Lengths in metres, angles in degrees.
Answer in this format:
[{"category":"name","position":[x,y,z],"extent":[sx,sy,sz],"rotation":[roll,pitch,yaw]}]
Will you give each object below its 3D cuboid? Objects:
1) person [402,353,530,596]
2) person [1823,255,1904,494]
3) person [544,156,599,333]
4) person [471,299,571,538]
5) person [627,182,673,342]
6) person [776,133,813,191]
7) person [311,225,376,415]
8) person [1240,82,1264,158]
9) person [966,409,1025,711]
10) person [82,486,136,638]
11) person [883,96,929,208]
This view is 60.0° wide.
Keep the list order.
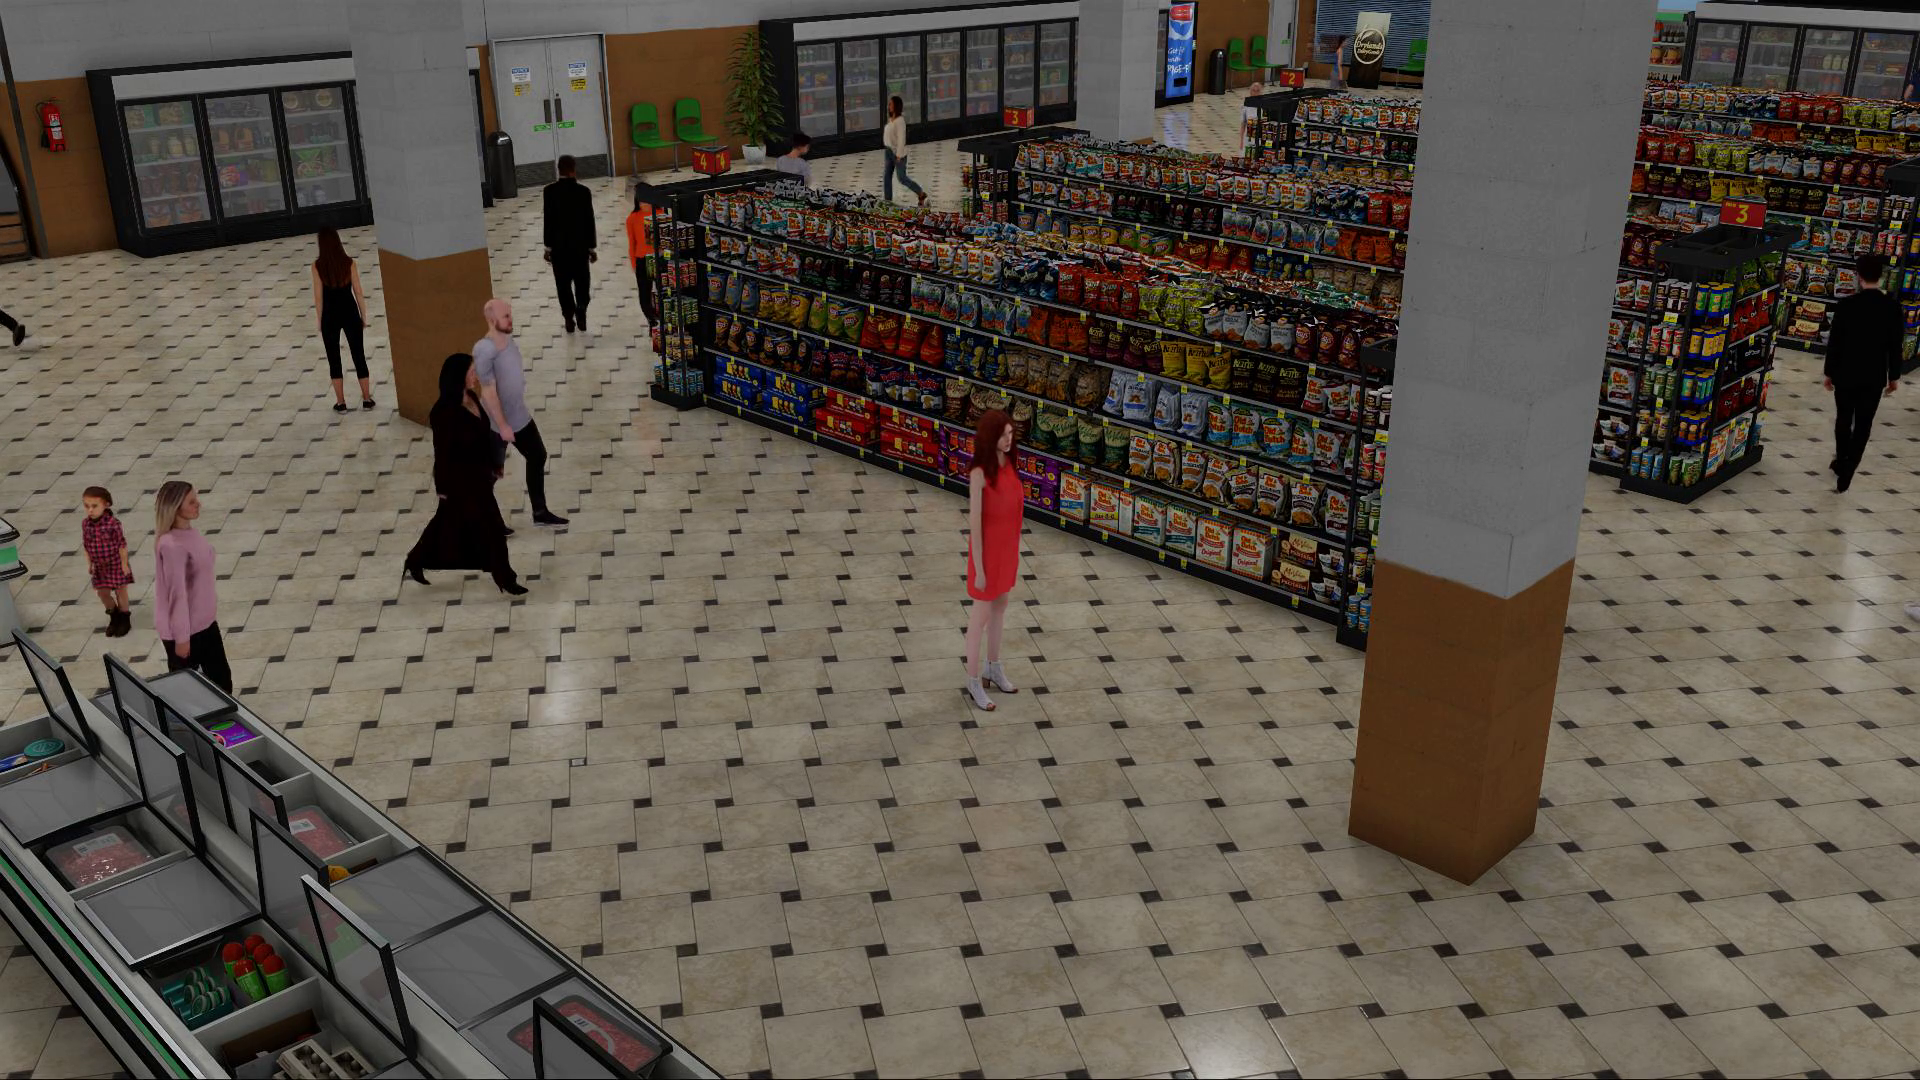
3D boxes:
[{"category":"person","position":[-3.450,-0.392,11.198],"extent":[1.162,1.712,1.120],"rotation":[-1,22,-3]},{"category":"person","position":[7.170,-1.292,13.258],"extent":[1.243,1.846,1.034],"rotation":[12,25,28]},{"category":"person","position":[-4.157,-3.114,17.738],"extent":[1.031,1.886,1.135],"rotation":[-5,22,-12]},{"category":"person","position":[-3.469,-0.886,12.295],"extent":[1.053,1.811,0.968],"rotation":[5,22,12]},{"category":"person","position":[-3.191,-2.866,17.324],"extent":[0.810,1.735,0.861],"rotation":[-3,22,-8]},{"category":"person","position":[-2.055,-3.919,19.852],"extent":[0.758,1.804,0.975],"rotation":[4,22,9]},{"category":"person","position":[-5.678,-2.020,15.231],"extent":[0.643,1.726,0.623],"rotation":[-9,24,-22]},{"category":"person","position":[4.429,-6.057,25.246],"extent":[0.645,1.749,0.690],"rotation":[-2,22,-5]},{"category":"person","position":[0.194,0.103,9.813],"extent":[0.577,1.827,0.649],"rotation":[14,26,30]},{"category":"person","position":[-5.539,0.117,10.859],"extent":[0.498,1.019,0.552],"rotation":[-1,22,-2]},{"category":"person","position":[-0.848,-5.599,24.230],"extent":[0.925,1.657,1.042],"rotation":[-9,24,-21]}]
